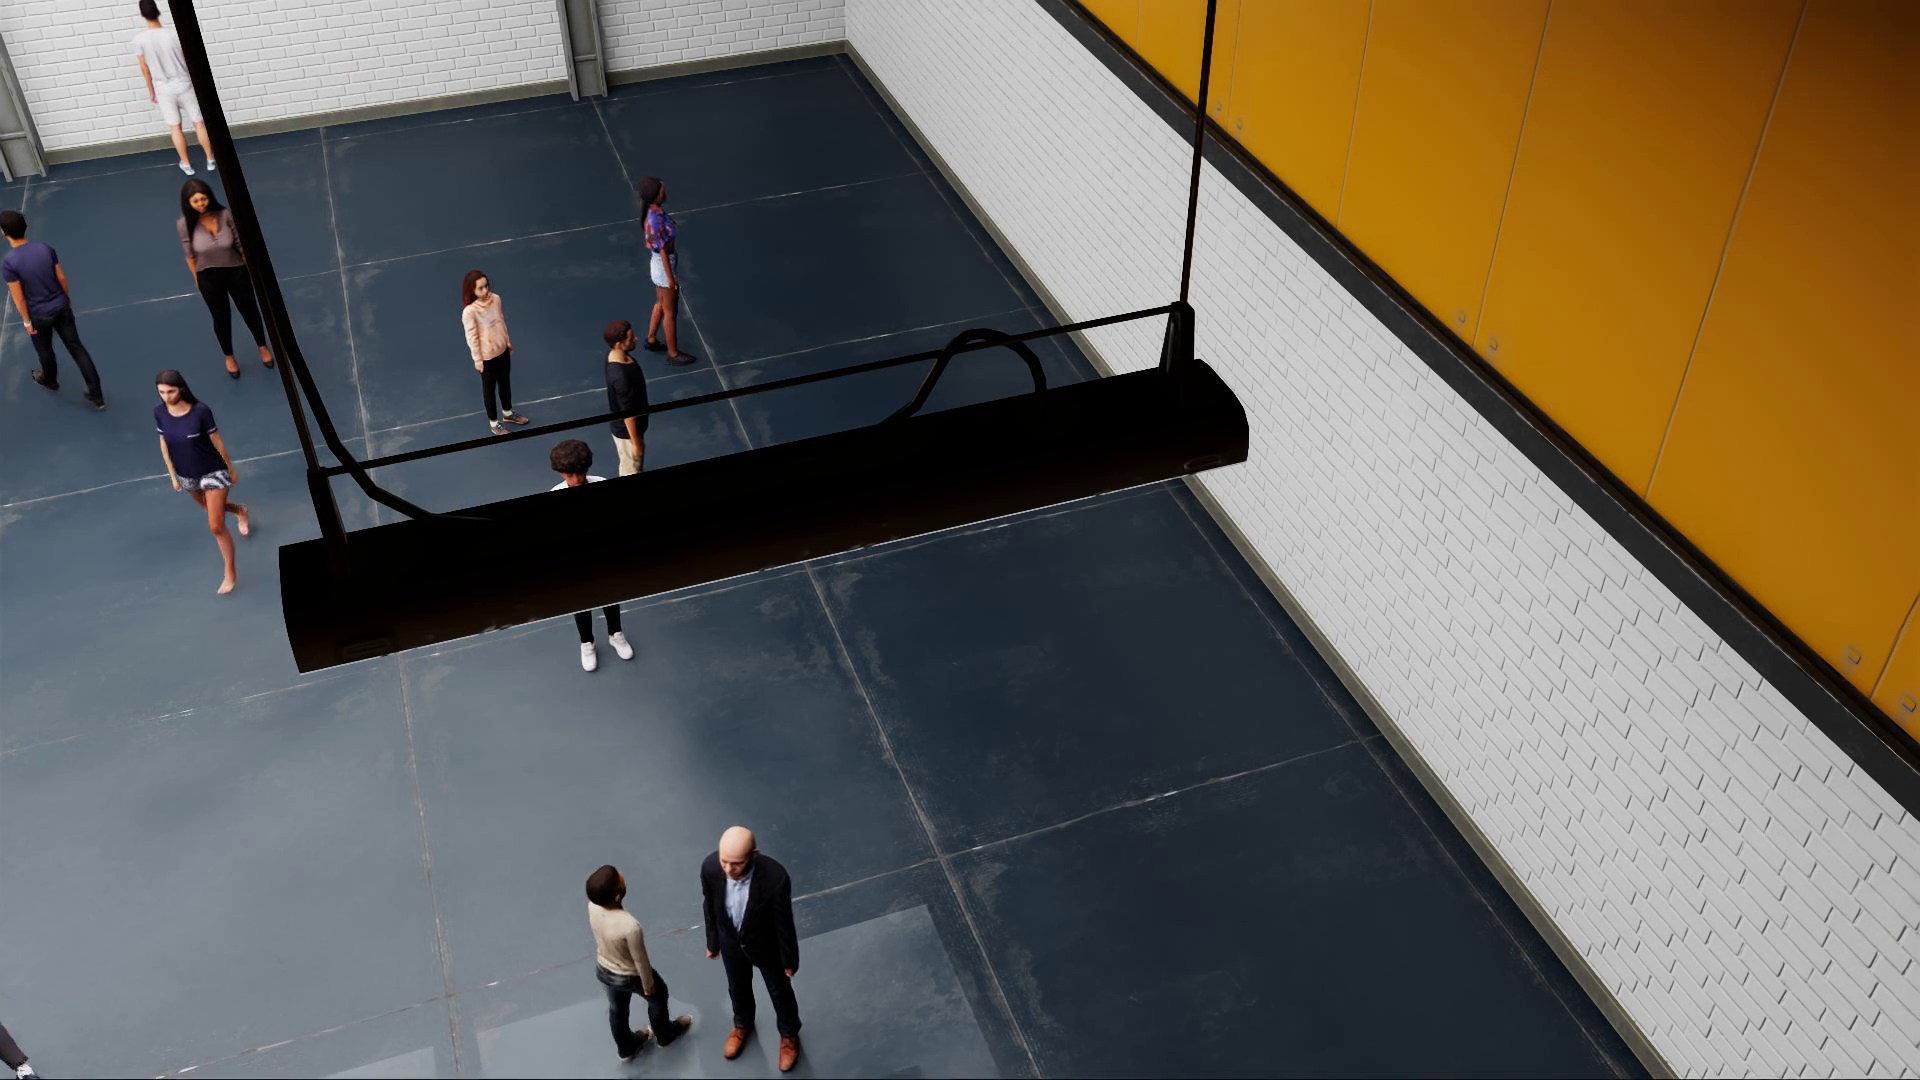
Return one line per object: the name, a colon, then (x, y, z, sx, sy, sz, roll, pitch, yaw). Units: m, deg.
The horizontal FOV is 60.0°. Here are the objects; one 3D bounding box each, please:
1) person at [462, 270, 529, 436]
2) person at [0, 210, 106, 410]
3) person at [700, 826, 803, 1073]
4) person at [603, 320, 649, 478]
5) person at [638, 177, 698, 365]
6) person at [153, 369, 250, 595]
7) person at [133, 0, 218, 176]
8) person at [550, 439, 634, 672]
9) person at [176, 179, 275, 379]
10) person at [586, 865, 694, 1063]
person: (-3.828, -1.545, 13.601, 0.706, 1.484, 0.635, 19, 42, 22)
person: (-7.493, -1.853, 13.771, 1.073, 1.754, 1.085, 24, 44, 27)
person: (-1.090, 2.110, 8.774, 0.714, 1.796, 0.818, 9, 40, 12)
person: (-2.491, -0.837, 12.420, 0.538, 1.851, 0.635, -11, 40, -14)
person: (-2.586, -2.340, 14.378, 0.693, 1.756, 0.623, -7, 39, -9)
person: (-5.490, -0.533, 12.134, 1.103, 1.732, 0.910, 1, 39, 1)
person: (-8.164, -4.709, 17.267, 0.533, 1.853, 0.773, -18, 42, -21)
person: (-2.518, 0.087, 11.296, 0.533, 1.809, 0.717, -18, 42, -21)
person: (-6.292, -2.245, 14.193, 0.594, 1.839, 0.742, -21, 43, -24)
person: (-1.822, 2.304, 8.802, 0.740, 1.459, 0.800, 23, 44, 26)
